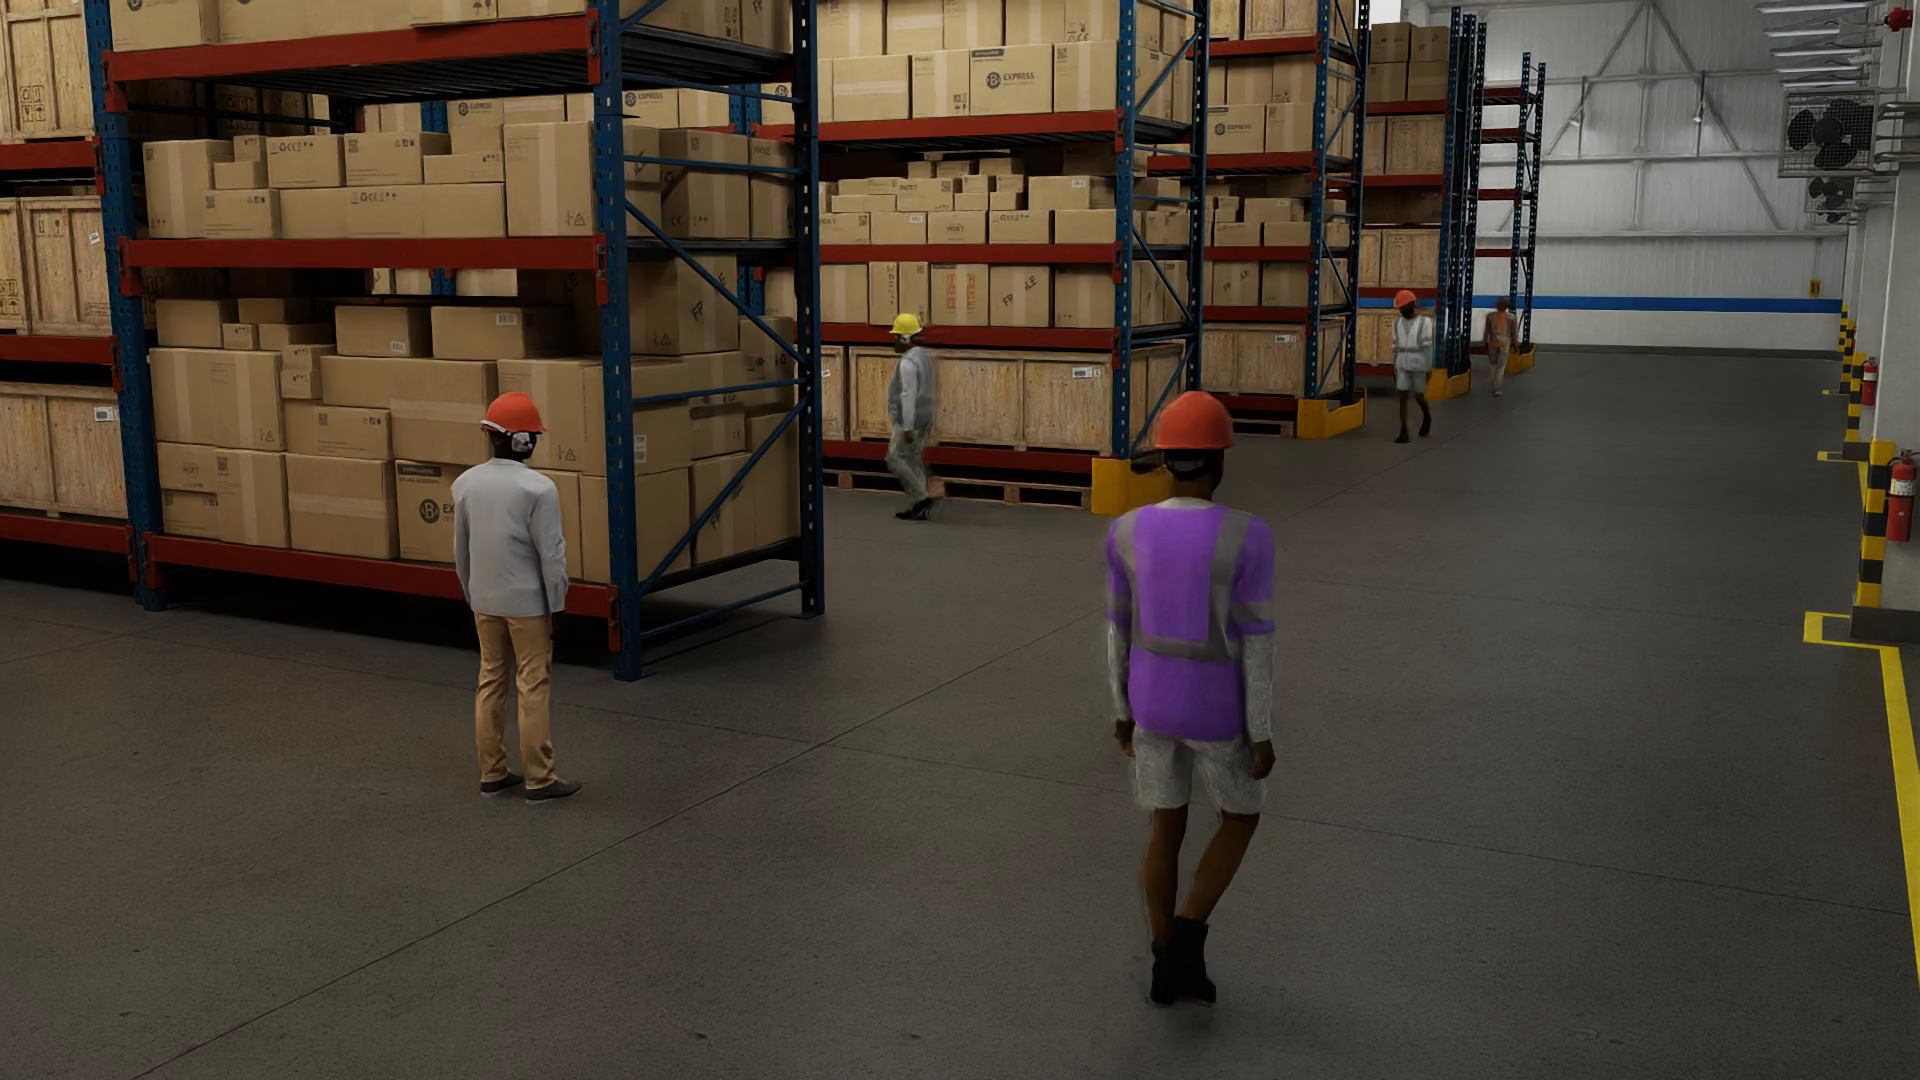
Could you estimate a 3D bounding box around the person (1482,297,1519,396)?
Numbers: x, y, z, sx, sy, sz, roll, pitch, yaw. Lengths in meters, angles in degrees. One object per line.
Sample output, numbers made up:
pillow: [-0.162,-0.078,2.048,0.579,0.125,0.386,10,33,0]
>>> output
person: [8.897,-3.176,27.299,0.552,1.606,0.755,6,12,32]

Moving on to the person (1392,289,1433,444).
person: [5.623,-2.152,20.580,0.593,1.887,0.814,8,13,39]

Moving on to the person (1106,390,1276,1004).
person: [0.705,0.506,5.094,0.564,1.918,0.426,6,12,32]

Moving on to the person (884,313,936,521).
person: [-0.438,-1.045,14.393,0.418,1.819,0.599,3,10,15]

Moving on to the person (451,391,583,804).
person: [-1.884,0.242,7.100,0.567,1.750,0.341,5,11,28]
